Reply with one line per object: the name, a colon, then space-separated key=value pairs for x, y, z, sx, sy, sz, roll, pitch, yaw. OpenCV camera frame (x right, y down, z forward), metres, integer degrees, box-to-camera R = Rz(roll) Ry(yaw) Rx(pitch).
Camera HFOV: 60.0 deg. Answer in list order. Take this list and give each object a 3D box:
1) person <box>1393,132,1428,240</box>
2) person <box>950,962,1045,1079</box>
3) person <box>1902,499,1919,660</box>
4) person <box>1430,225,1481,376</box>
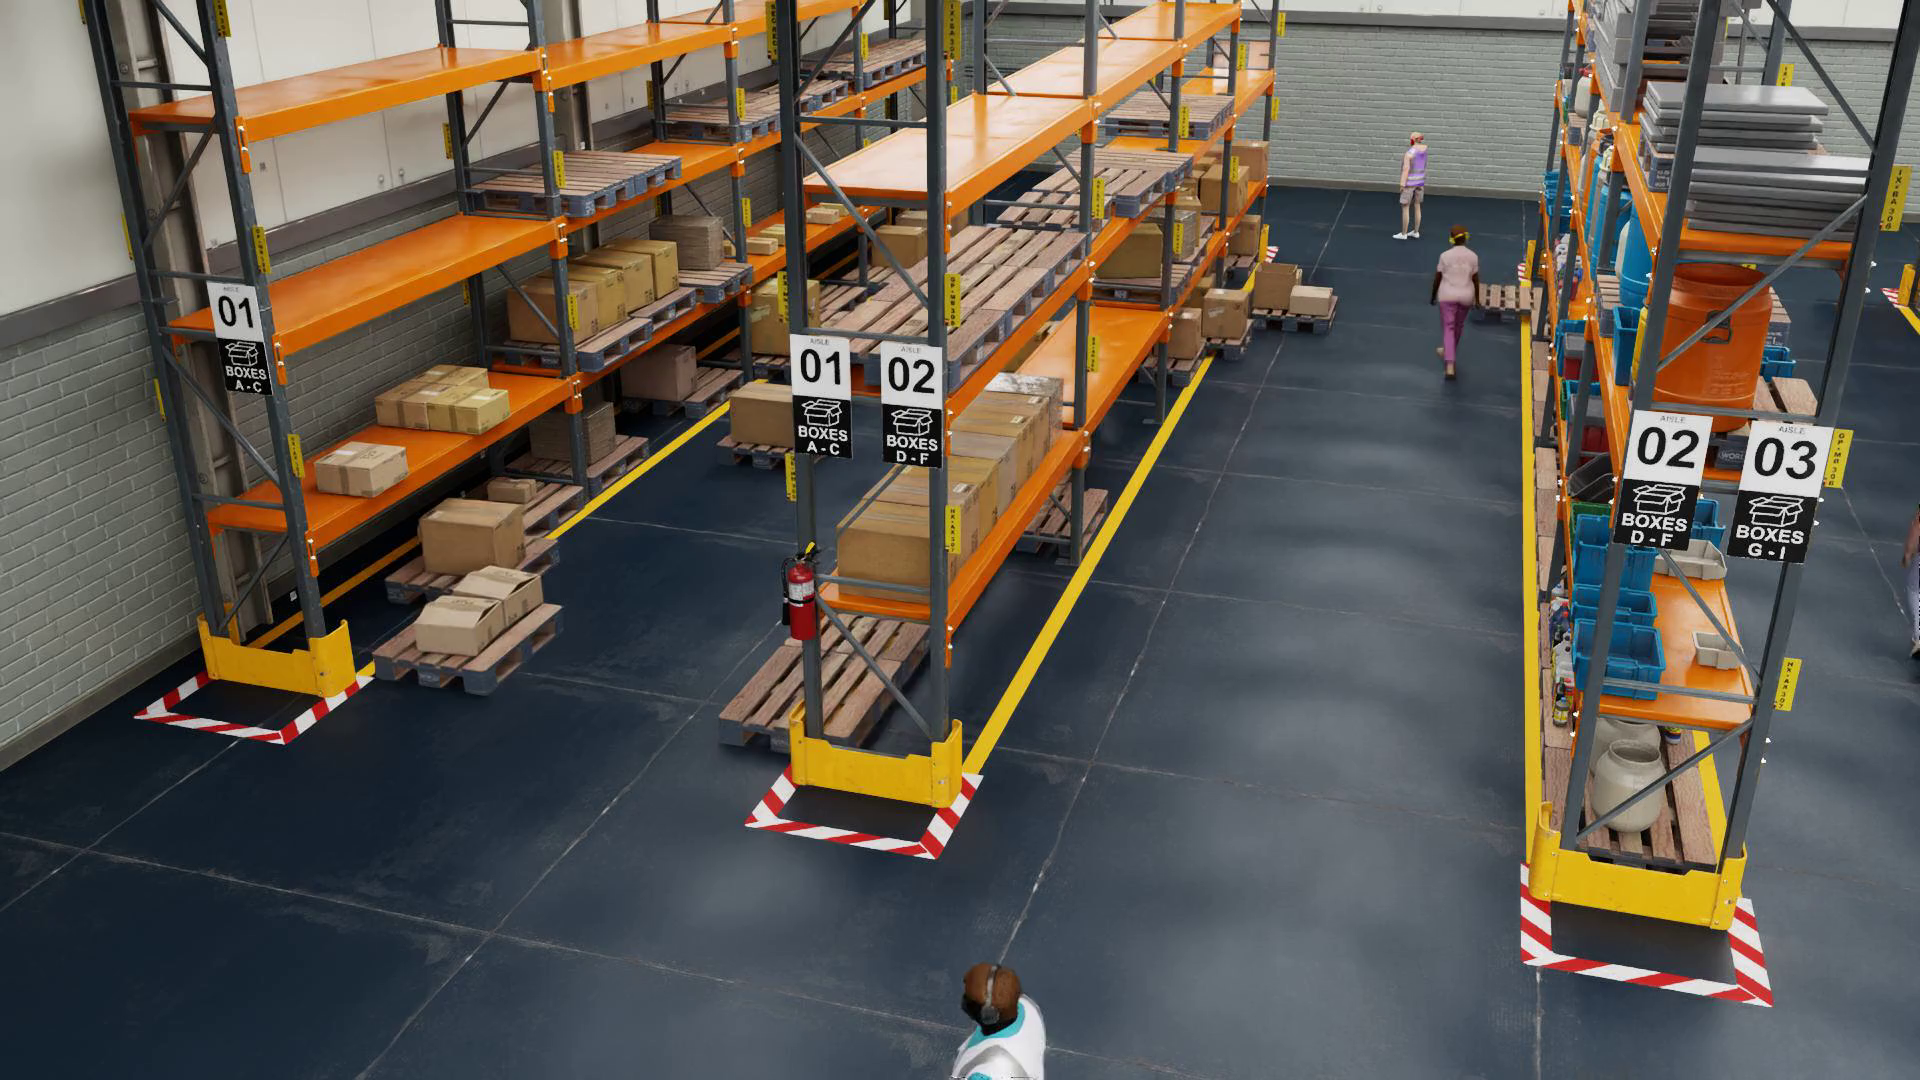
person: x=7.183 y=-5.620 z=26.414 sx=0.491 sy=1.688 sz=0.348 roll=-14 pitch=27 yaw=-29
person: x=0.211 y=2.606 z=7.195 sx=0.903 sy=1.808 sz=0.632 roll=6 pitch=24 yaw=13
person: x=7.677 y=0.137 z=12.972 sx=0.531 sy=1.749 sz=0.555 roll=5 pitch=24 yaw=12
person: x=5.979 y=-2.886 z=19.991 sx=0.566 sy=1.745 sz=0.966 roll=-1 pitch=23 yaw=-3
